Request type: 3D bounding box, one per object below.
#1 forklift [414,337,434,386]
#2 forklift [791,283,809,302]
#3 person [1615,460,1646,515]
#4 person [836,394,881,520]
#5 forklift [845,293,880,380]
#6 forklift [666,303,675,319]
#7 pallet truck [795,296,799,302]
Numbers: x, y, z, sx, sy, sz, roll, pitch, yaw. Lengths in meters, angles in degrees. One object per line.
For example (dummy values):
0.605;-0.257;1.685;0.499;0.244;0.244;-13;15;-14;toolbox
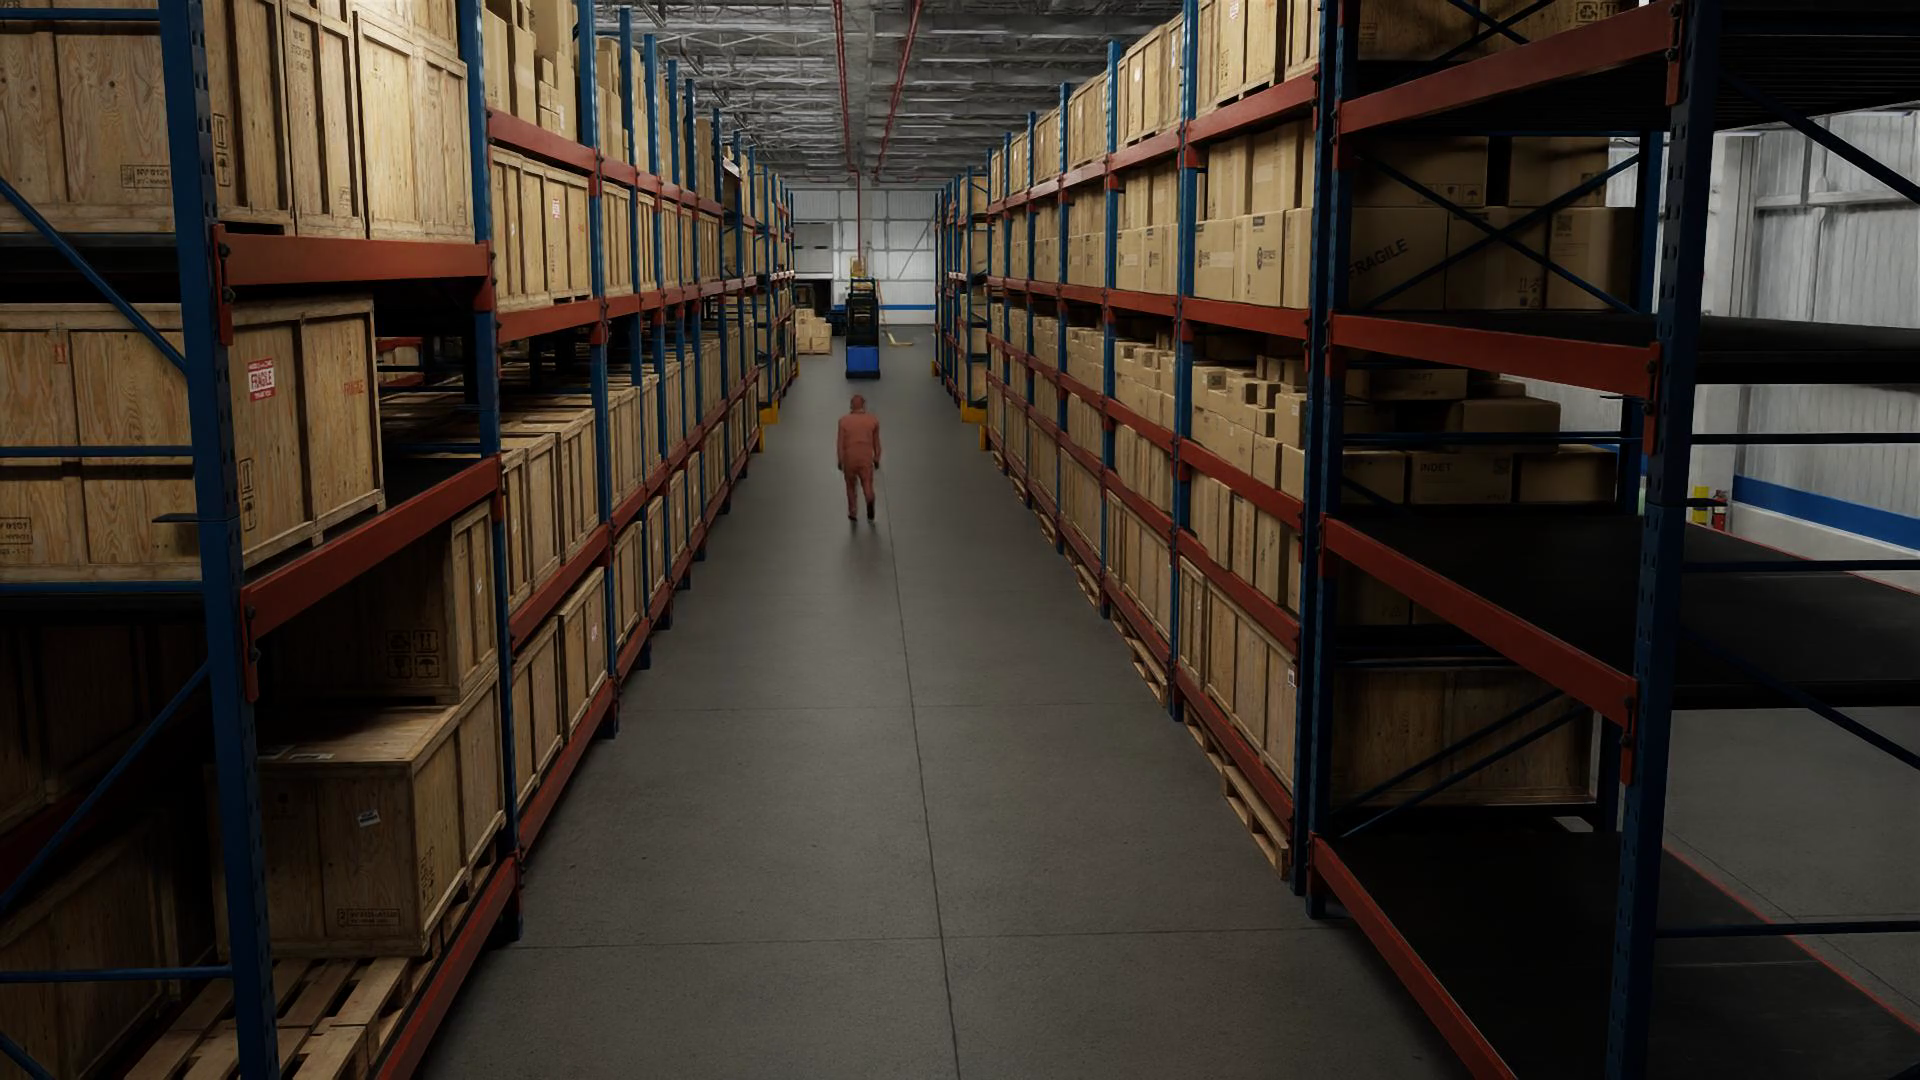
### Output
-11.540;-3.556;35.709;1.873;2.768;1.129;-1;10;-5;forklift
-7.629;-10.870;79.397;1.129;2.768;1.873;-2;10;-10;forklift
6.812;0.096;17.074;0.587;1.819;0.546;-1;10;-4;person
-1.500;-1.209;24.654;0.658;1.893;0.542;-2;10;-14;person
-3.192;-6.679;54.361;1.129;2.768;1.873;-1;10;-4;forklift
-8.621;-5.973;50.149;1.873;2.768;1.129;-1;10;-3;forklift
-8.622;-12.439;91.403;1.885;1.965;0.823;2;10;13;pallet truck
